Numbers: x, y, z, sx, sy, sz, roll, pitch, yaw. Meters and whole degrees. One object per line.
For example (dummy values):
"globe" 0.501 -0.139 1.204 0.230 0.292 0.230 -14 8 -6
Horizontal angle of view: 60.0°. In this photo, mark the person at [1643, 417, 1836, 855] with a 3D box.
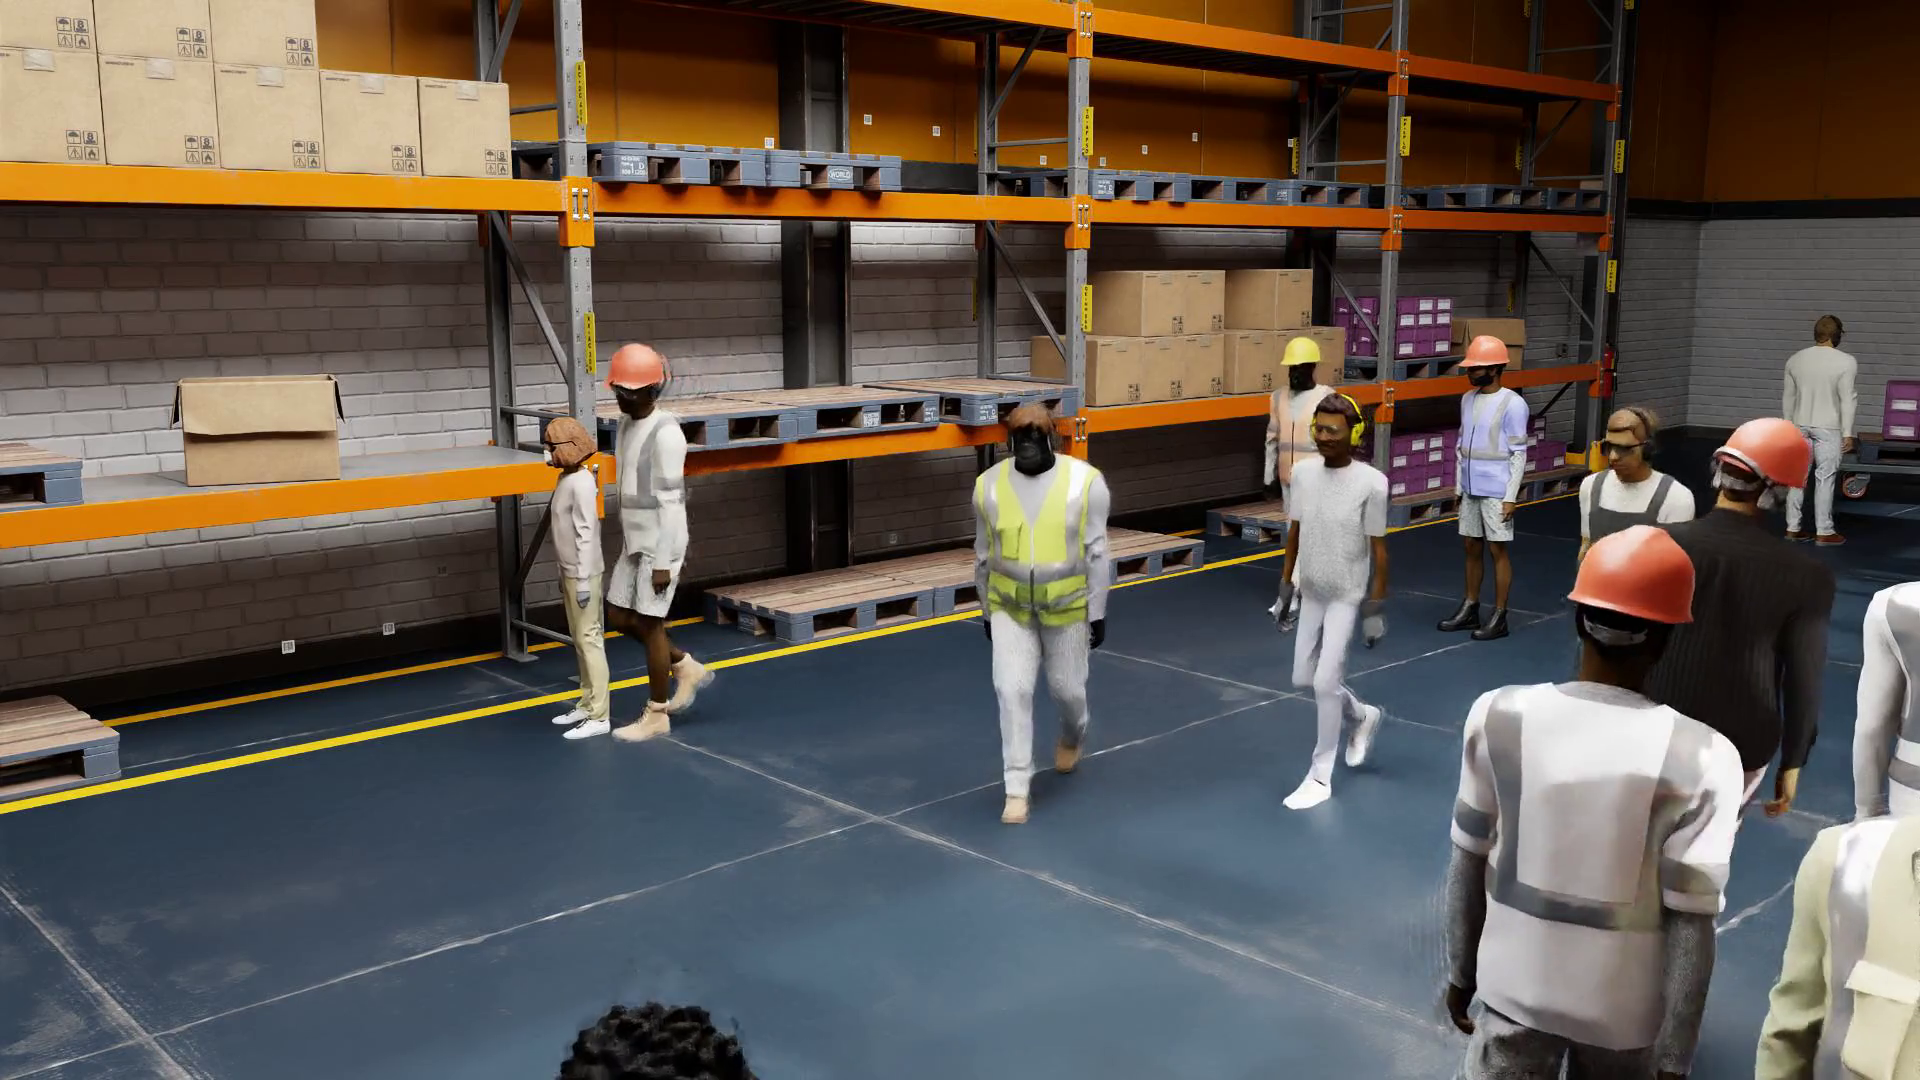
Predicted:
"person" 2.253 0.607 5.033 0.636 1.957 0.636 5 11 28

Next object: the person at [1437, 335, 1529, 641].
"person" 3.330 -0.328 10.570 0.376 1.934 0.547 -4 11 -24

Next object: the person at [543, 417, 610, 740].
"person" -1.951 0.188 8.455 0.277 1.628 0.500 -4 10 -22

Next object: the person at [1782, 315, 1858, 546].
"person" 7.249 -0.924 14.050 0.378 1.940 0.628 -5 11 -29

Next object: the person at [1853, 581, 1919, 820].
"person" 2.681 0.749 4.415 0.573 1.883 0.353 7 12 35

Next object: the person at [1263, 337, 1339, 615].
"person" 2.418 -0.464 11.510 0.886 1.896 0.598 -9 13 -43

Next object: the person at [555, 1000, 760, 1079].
"person" -0.351 1.293 1.914 0.541 1.638 0.916 0 10 2

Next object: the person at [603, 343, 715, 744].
"person" -1.533 0.020 8.295 0.548 2.017 0.615 -7 12 -34

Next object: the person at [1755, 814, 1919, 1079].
"person" 1.702 1.065 2.842 0.578 1.805 0.886 9 13 43

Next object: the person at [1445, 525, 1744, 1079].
"person" 1.220 0.927 3.327 0.555 1.906 0.820 5 11 28

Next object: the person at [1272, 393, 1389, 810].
"person" 1.703 0.249 7.443 0.685 1.849 0.533 -8 12 -39

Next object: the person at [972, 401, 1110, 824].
"person" 0.364 0.279 7.361 0.623 1.820 0.773 2 10 11

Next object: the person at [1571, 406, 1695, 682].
"person" 2.763 0.354 6.928 0.770 1.807 0.544 -9 13 -43
